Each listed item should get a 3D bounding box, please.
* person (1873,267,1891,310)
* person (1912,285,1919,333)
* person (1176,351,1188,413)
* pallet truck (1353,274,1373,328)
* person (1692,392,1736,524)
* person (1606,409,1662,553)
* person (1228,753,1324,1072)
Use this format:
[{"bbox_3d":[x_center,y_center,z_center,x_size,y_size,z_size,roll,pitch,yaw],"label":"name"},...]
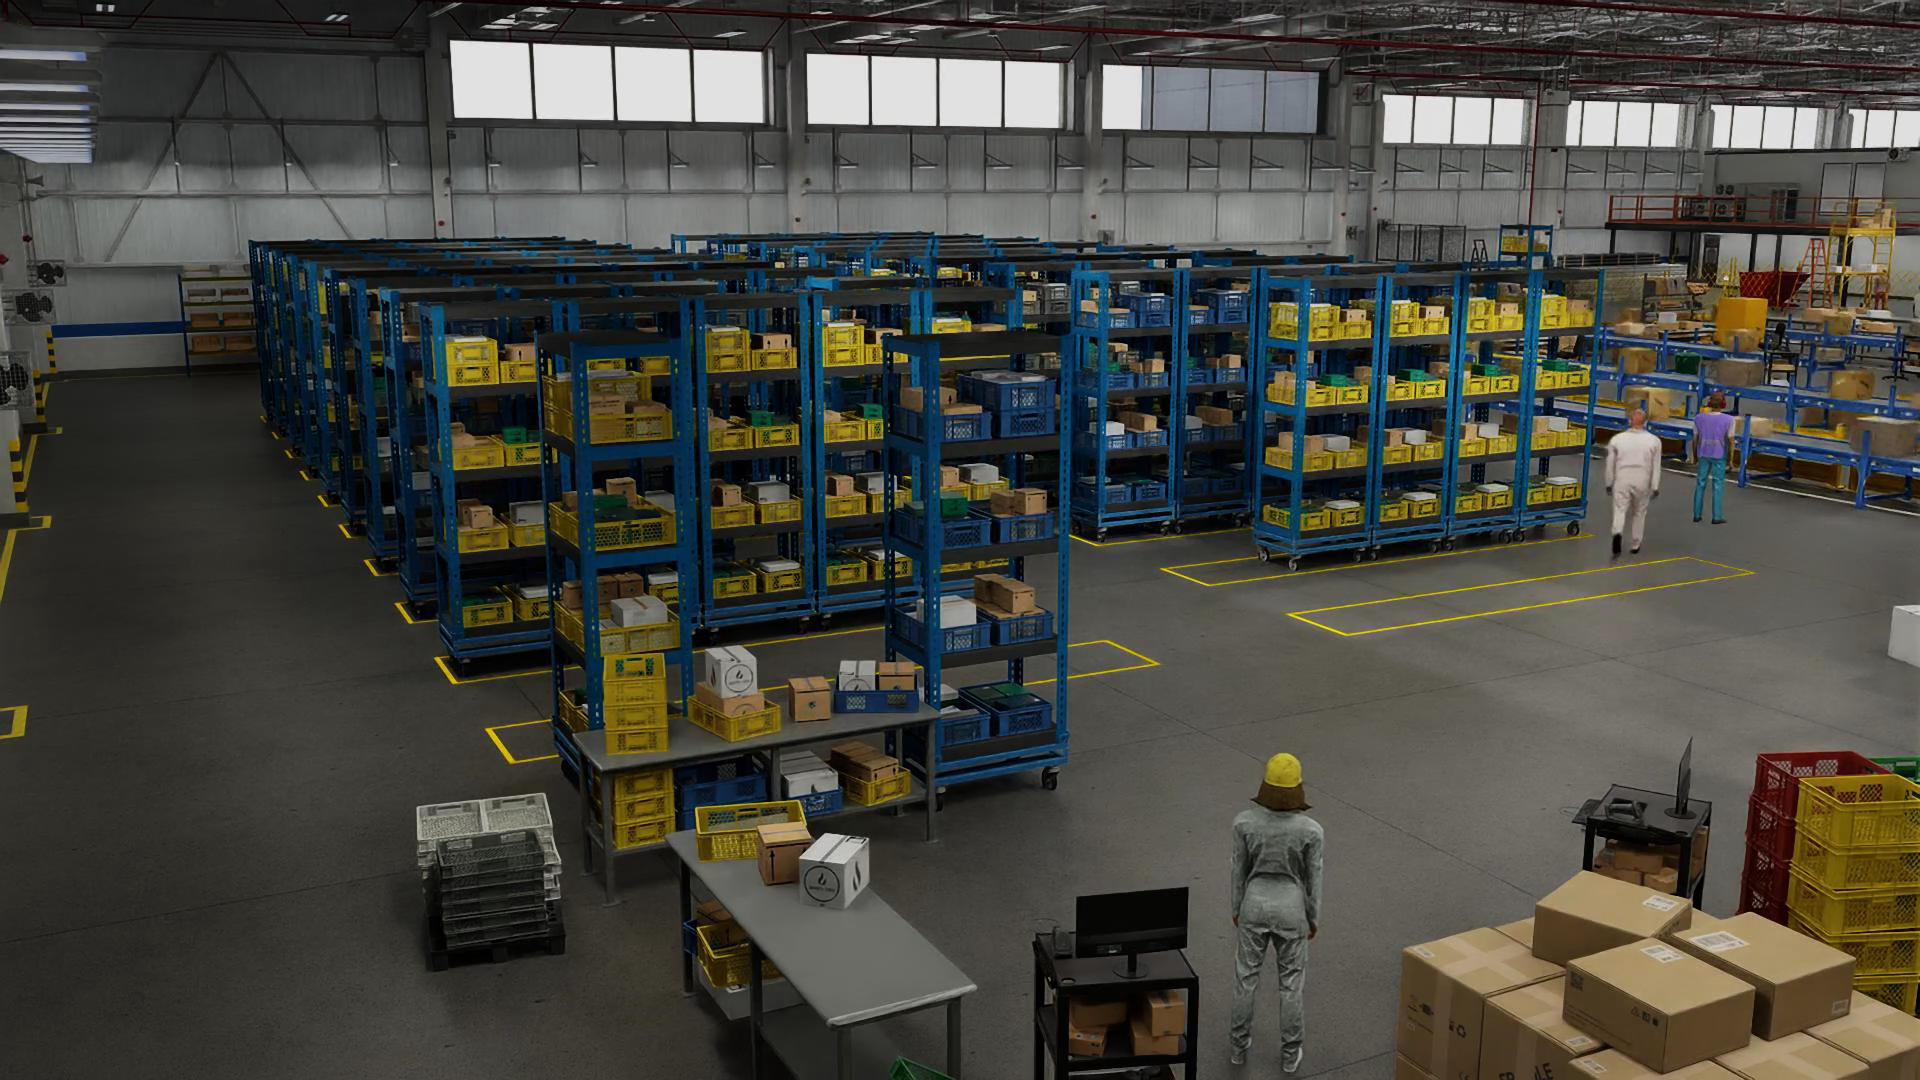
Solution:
[{"bbox_3d":[33.142,-8.911,59.816,0.532,1.767,0.328,7,14,29],"label":"person"},{"bbox_3d":[28.035,-6.556,48.555,0.328,1.872,0.513,-2,12,-7],"label":"person"},{"bbox_3d":[4.027,-2.649,30.496,0.894,1.784,0.587,-4,13,-18],"label":"person"},{"bbox_3d":[13.011,-8.050,55.243,0.823,1.965,1.885,-7,14,-28],"label":"pallet truck"},{"bbox_3d":[10.530,-1.144,23.288,0.567,1.850,0.389,10,16,40],"label":"person"},{"bbox_3d":[8.595,-0.725,21.260,0.651,1.889,0.664,6,13,24],"label":"person"},{"bbox_3d":[1.690,1.985,8.930,0.485,1.735,0.347,3,13,16],"label":"person"}]
